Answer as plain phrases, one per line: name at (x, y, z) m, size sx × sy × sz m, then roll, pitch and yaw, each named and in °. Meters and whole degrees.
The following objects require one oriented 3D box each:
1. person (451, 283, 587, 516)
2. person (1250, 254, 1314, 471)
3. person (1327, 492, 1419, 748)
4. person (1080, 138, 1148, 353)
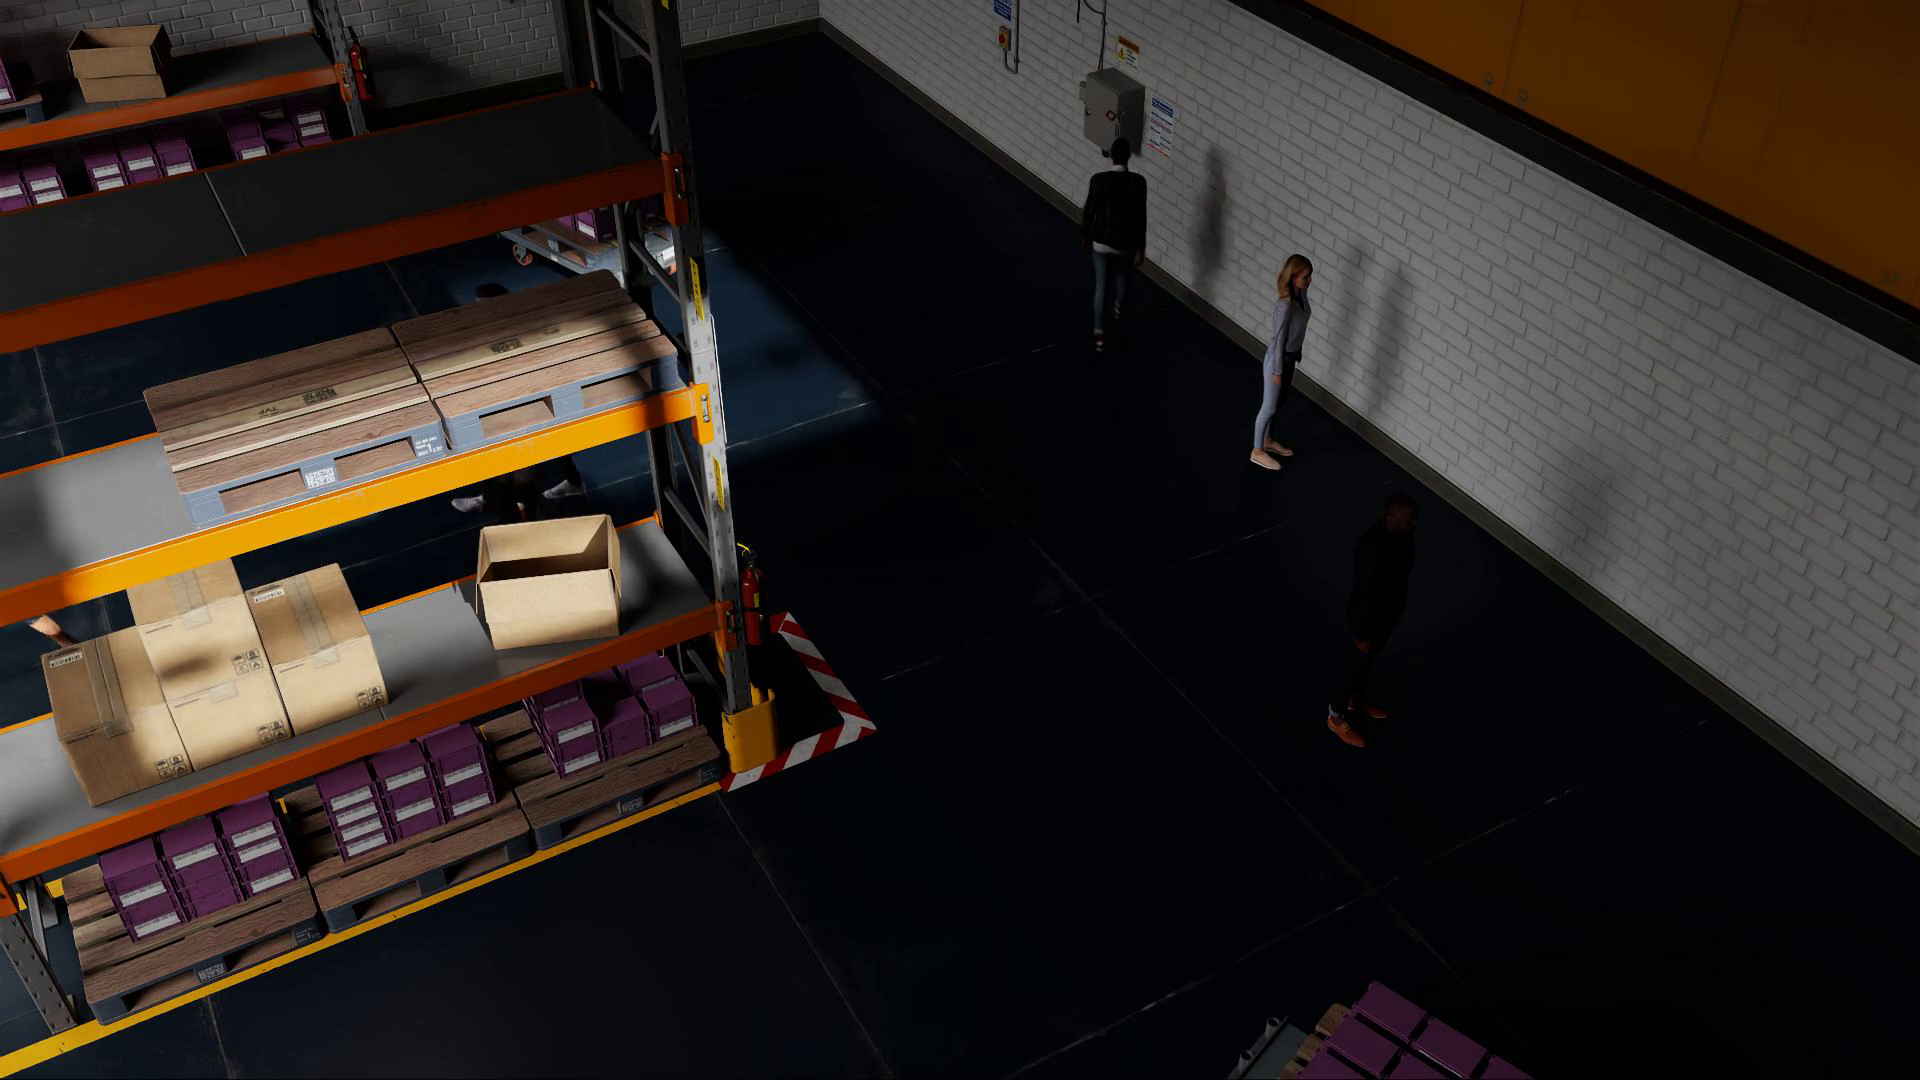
person at (-3.079, -1.005, 11.944) m, size 1.266 × 1.869 × 0.892 m, roll -10°, pitch 40°, yaw -12°
person at (2.404, -1.343, 12.425) m, size 0.718 × 1.796 × 0.599 m, roll 20°, pitch 43°, yaw 23°
person at (2.526, 0.447, 10.166) m, size 0.836 × 1.819 × 0.690 m, roll 25°, pitch 45°, yaw 28°
person at (1.259, -2.416, 13.780) m, size 1.168 × 1.782 × 1.152 m, roll 4°, pitch 39°, yaw 4°
